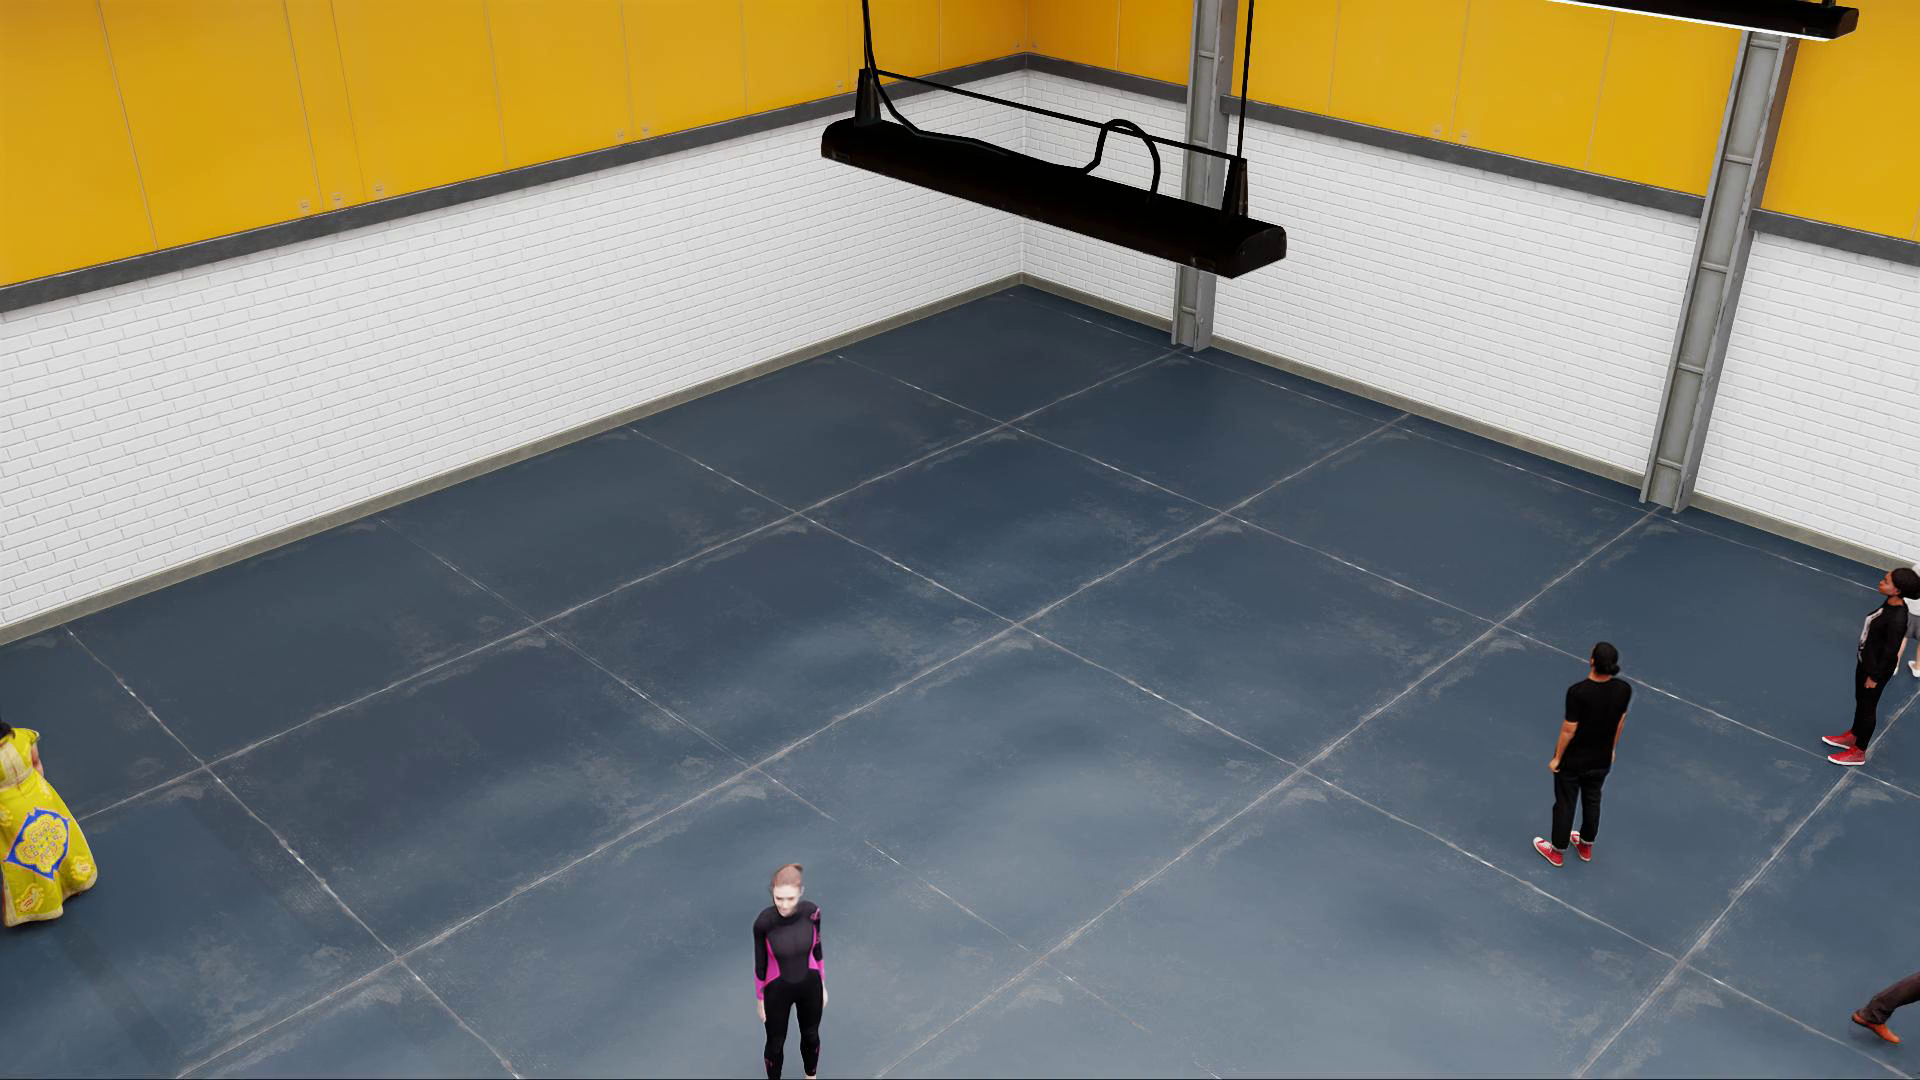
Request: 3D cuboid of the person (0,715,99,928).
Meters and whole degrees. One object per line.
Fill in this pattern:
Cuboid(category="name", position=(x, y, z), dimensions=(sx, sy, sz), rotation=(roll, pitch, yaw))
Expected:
Cuboid(category="person", position=(-6.241, 1.783, 11.033), dimensions=(0.950, 1.658, 0.973), rotation=(11, 30, 19))

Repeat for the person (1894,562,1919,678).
Cuboid(category="person", position=(7.942, 0.538, 13.715), dimensions=(0.588, 1.275, 0.658), rotation=(4, 29, 7))

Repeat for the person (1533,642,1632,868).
Cuboid(category="person", position=(4.318, 1.476, 11.494), dimensions=(0.710, 1.757, 0.717), rotation=(-6, 29, -11))

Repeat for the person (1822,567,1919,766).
Cuboid(category="person", position=(6.923, 0.938, 12.563), dimensions=(0.689, 1.675, 0.680), rotation=(8, 30, 15))

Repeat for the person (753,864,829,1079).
Cuboid(category="person", position=(-0.955, 2.566, 9.504), dimensions=(0.639, 1.748, 0.642), rotation=(-10, 30, -17))
